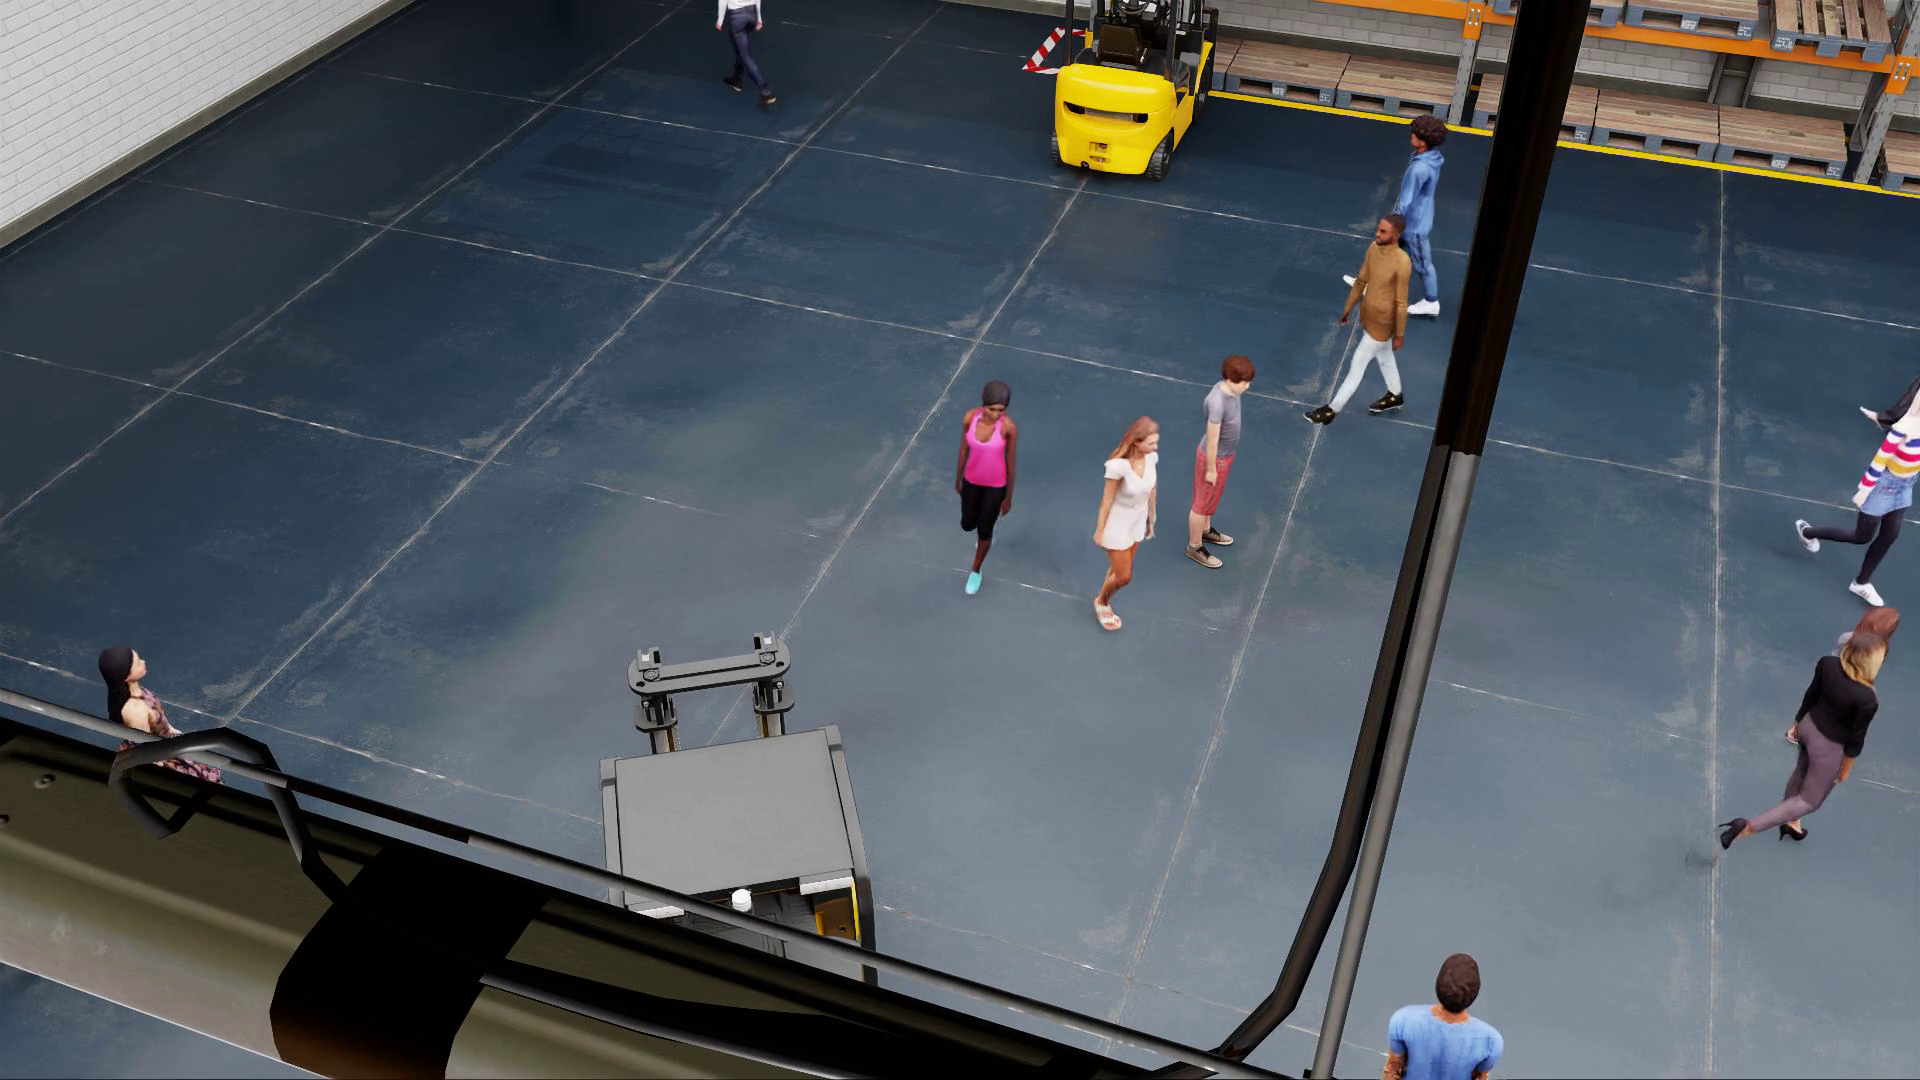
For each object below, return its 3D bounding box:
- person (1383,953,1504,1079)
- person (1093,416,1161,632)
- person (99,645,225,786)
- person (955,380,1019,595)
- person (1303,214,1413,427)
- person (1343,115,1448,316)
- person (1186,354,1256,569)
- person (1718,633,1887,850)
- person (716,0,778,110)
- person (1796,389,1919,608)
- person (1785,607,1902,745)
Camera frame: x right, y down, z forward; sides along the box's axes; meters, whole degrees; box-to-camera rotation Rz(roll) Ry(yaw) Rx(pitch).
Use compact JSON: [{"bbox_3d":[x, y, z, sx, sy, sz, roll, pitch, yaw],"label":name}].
[{"bbox_3d":[2.099,2.603,7.444,1.150,1.833,0.759,16,41,19],"label":"person"},{"bbox_3d":[1.043,-0.156,11.028,0.714,1.672,0.755,-22,44,-25],"label":"person"},{"bbox_3d":[-4.486,1.307,9.158,1.032,1.719,1.165,-28,47,-31],"label":"person"},{"bbox_3d":[0.211,-0.429,11.349,0.739,1.697,0.655,15,41,18],"label":"person"},{"bbox_3d":[3.313,-1.700,12.886,1.250,1.765,1.156,-14,41,-17],"label":"person"},{"bbox_3d":[3.950,-2.704,14.142,1.115,1.767,0.720,15,41,17],"label":"person"},{"bbox_3d":[1.780,-0.594,11.595,0.565,1.648,0.602,17,42,20],"label":"person"},{"bbox_3d":[4.761,1.194,9.352,1.031,1.653,0.886,-8,39,-9],"label":"person"},{"bbox_3d":[-2.251,-5.481,17.551,1.302,1.851,0.987,32,48,33],"label":"person"},{"bbox_3d":[6.204,-0.406,11.248,1.042,1.788,1.101,-18,42,-22],"label":"person"},{"bbox_3d":[5.428,0.857,10.233,0.483,1.081,0.653,-7,39,-9],"label":"person"}]
